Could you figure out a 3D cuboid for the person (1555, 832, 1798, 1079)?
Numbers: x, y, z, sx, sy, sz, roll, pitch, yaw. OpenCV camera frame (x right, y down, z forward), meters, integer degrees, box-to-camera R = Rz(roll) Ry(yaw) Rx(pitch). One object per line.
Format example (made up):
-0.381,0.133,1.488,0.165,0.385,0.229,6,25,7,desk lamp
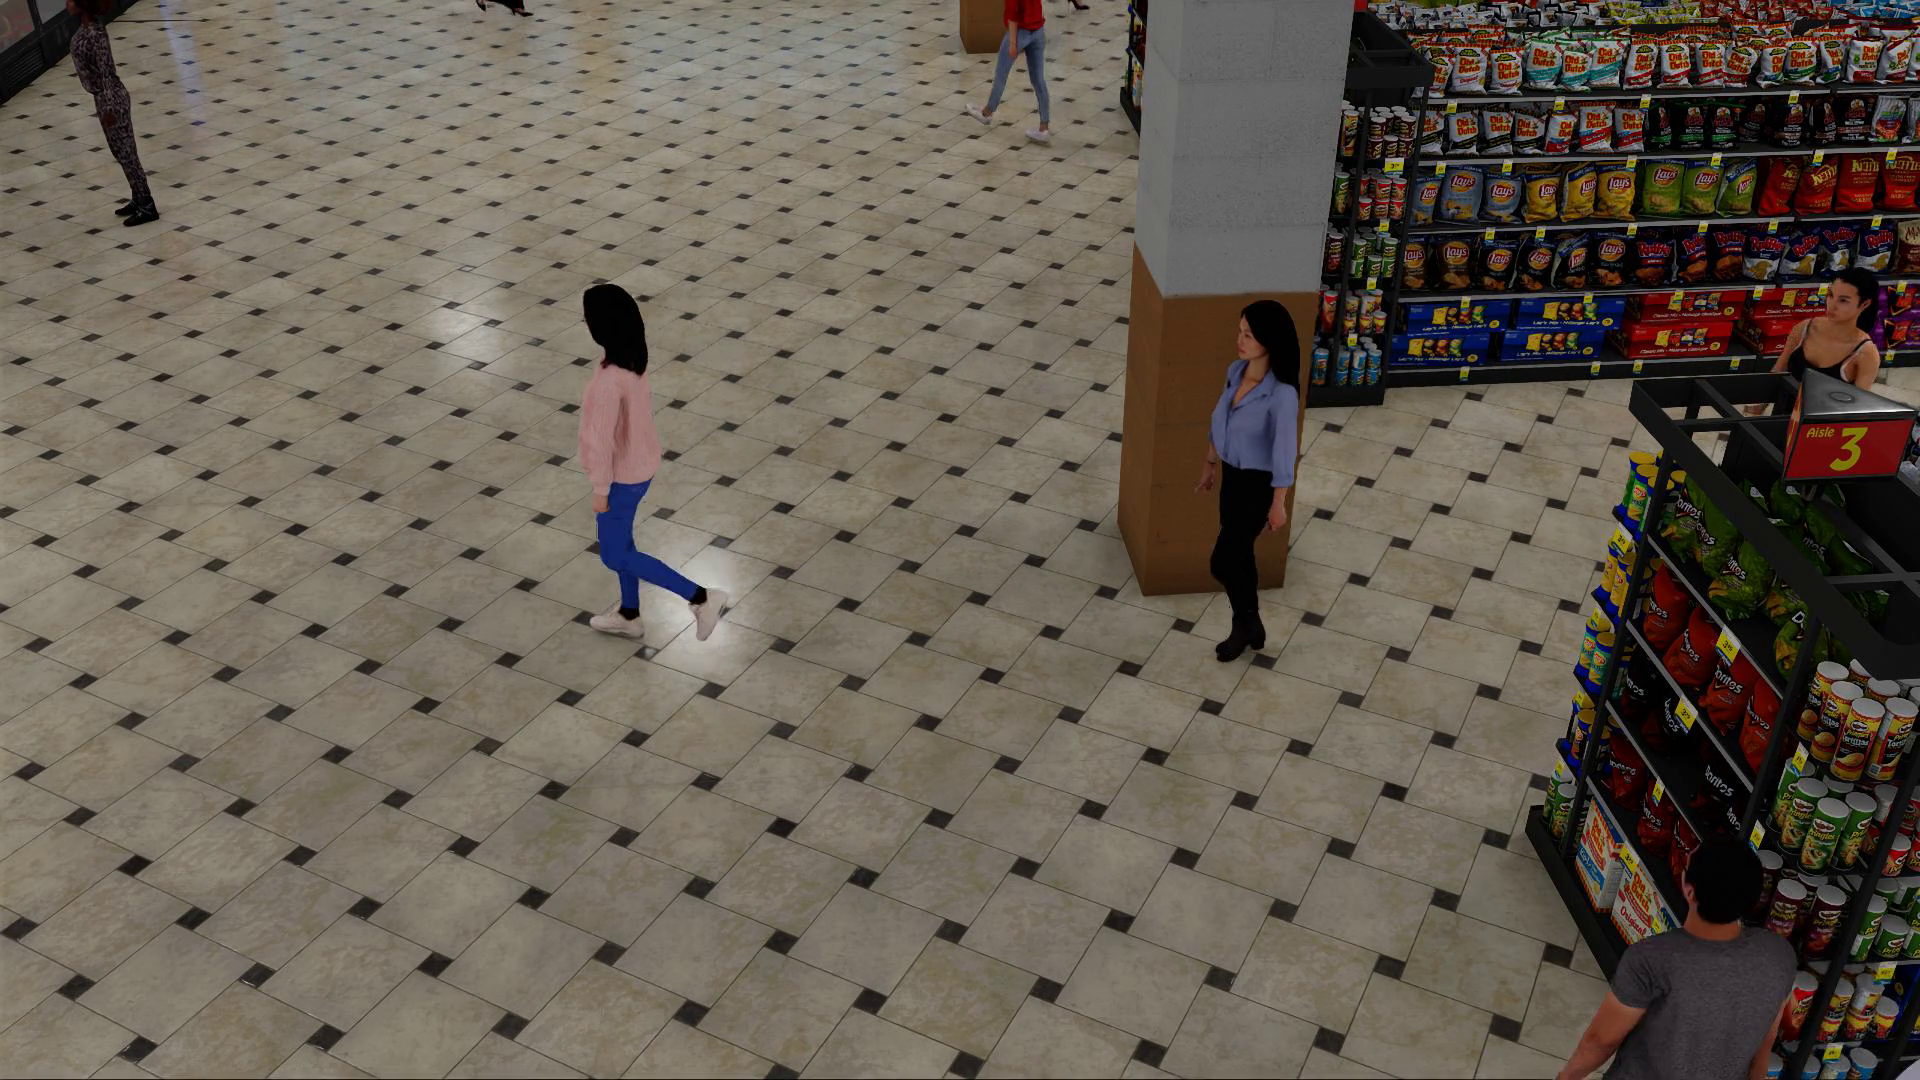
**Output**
1.894,1.535,4.361,0.633,1.741,0.720,-5,32,-8,person

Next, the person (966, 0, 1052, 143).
0.581,-4.012,13.352,1.143,1.661,1.093,24,39,34,person

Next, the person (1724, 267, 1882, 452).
3.917,-0.448,7.589,1.067,1.698,0.801,-12,34,-19,person

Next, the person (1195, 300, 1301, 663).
1.329,-0.222,7.195,0.729,1.731,0.743,-13,34,-19,person

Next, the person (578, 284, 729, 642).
-1.380,-0.261,7.239,0.992,1.750,0.775,4,32,7,person

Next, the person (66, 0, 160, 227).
-6.053,-3.113,11.857,0.704,1.714,0.672,-20,37,-28,person

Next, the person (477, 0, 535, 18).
-4.665,-6.044,16.684,0.792,1.591,0.585,-2,32,-3,person
